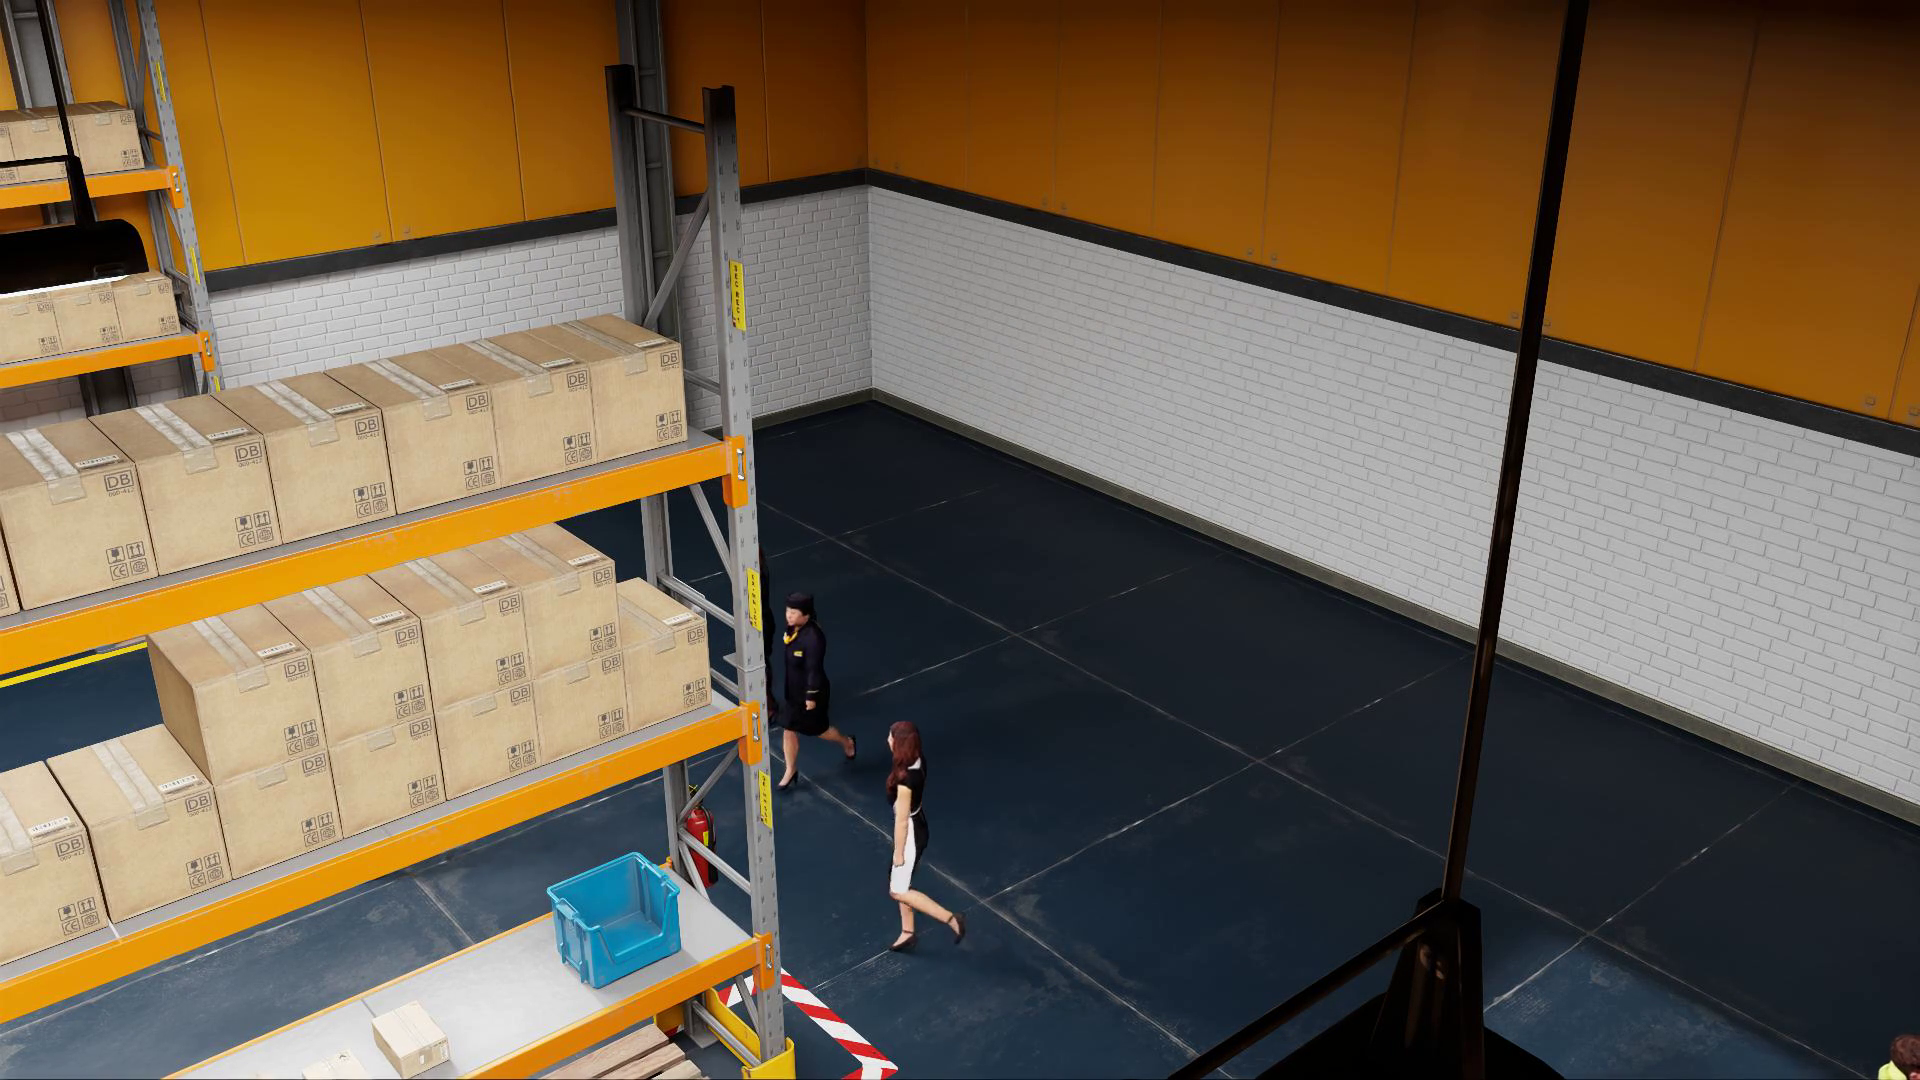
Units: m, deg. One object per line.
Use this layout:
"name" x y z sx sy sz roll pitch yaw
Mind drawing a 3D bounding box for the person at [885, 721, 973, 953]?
"person" -0.262 2.019 10.988 0.931 1.783 0.895 4 24 10

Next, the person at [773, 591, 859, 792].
"person" -1.142 1.182 13.072 1.018 1.649 0.689 -19 30 -37
